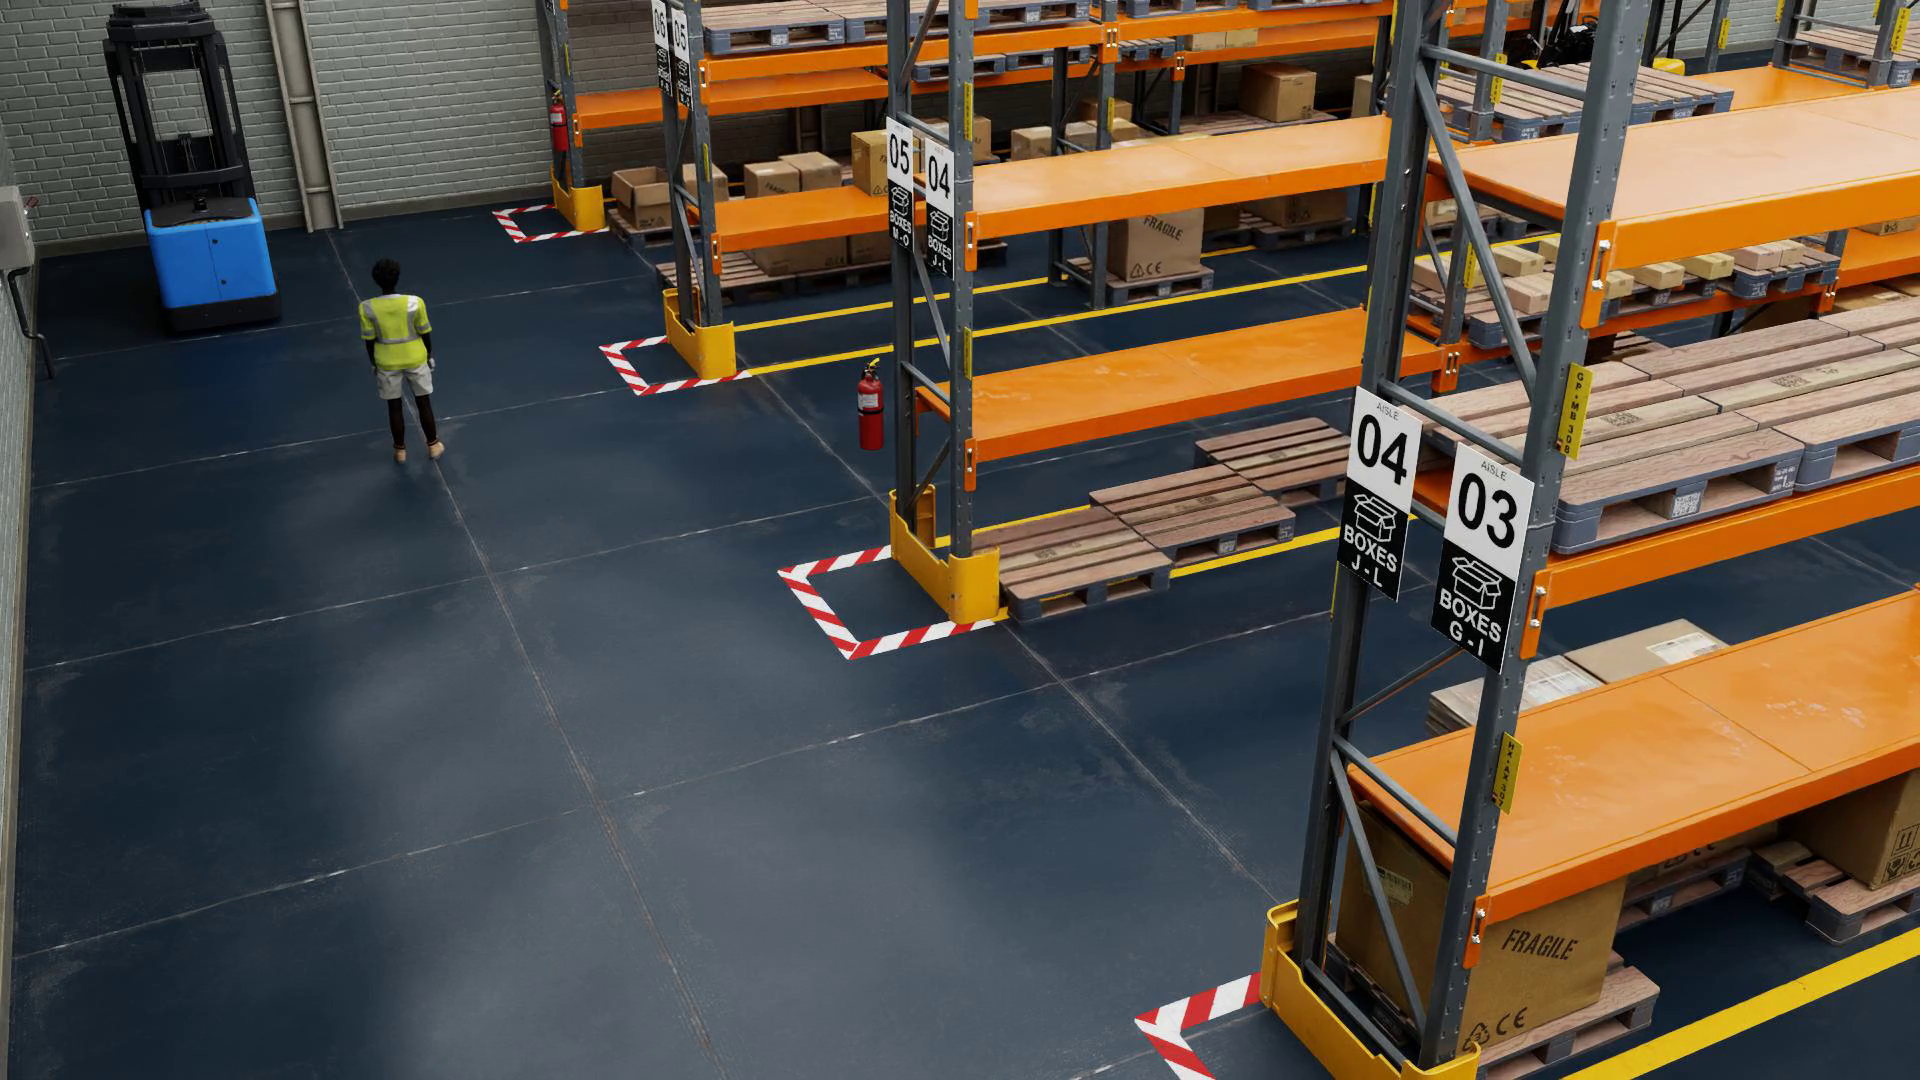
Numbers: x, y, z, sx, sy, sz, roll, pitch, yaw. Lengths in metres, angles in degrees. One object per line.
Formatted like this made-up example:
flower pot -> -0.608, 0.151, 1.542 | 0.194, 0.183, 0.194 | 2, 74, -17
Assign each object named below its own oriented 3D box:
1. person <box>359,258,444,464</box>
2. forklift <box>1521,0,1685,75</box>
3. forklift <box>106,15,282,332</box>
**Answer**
person -> -4.454, -1.423, 13.275 | 0.540, 1.696, 0.316 | -8, 29, -14
forklift -> 8.950, -6.807, 23.056 | 1.214, 2.155, 2.313 | -12, 30, -22
forklift -> -7.548, -3.672, 16.323 | 1.129, 2.768, 1.873 | -12, 30, -22
